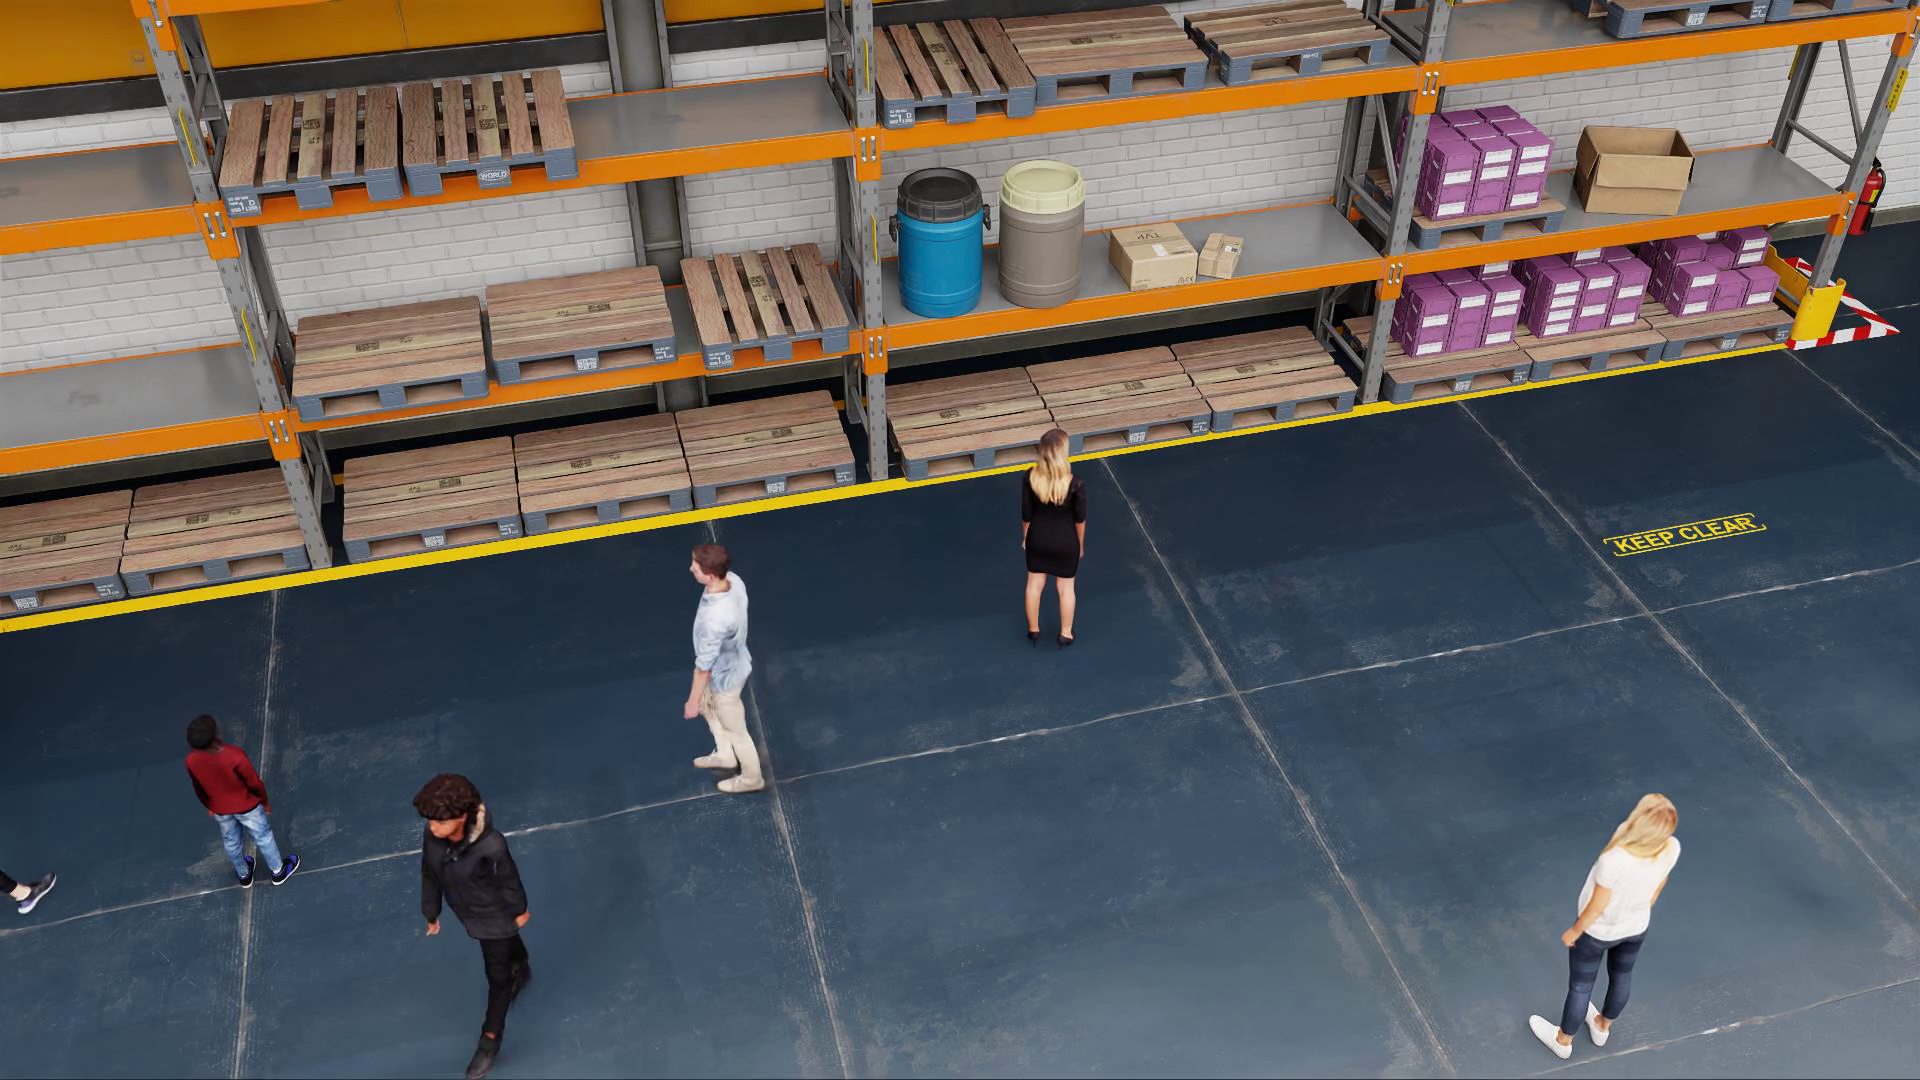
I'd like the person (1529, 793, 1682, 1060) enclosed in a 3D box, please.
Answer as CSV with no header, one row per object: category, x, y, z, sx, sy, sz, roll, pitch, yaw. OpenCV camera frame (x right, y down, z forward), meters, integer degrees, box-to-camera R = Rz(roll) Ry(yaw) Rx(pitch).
person,3.176,1.881,8.072,0.443,1.808,0.666,-11,40,-14

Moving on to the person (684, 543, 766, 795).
person,-1.256,0.774,9.436,0.778,1.835,0.745,1,39,1

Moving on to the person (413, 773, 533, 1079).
person,-2.331,1.749,8.288,1.028,1.744,1.038,14,41,17

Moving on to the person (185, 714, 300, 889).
person,-3.963,1.427,9.084,0.475,1.255,0.605,-2,39,-2

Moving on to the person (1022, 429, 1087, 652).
person,0.580,0.019,10.509,0.561,1.677,0.674,10,40,12
